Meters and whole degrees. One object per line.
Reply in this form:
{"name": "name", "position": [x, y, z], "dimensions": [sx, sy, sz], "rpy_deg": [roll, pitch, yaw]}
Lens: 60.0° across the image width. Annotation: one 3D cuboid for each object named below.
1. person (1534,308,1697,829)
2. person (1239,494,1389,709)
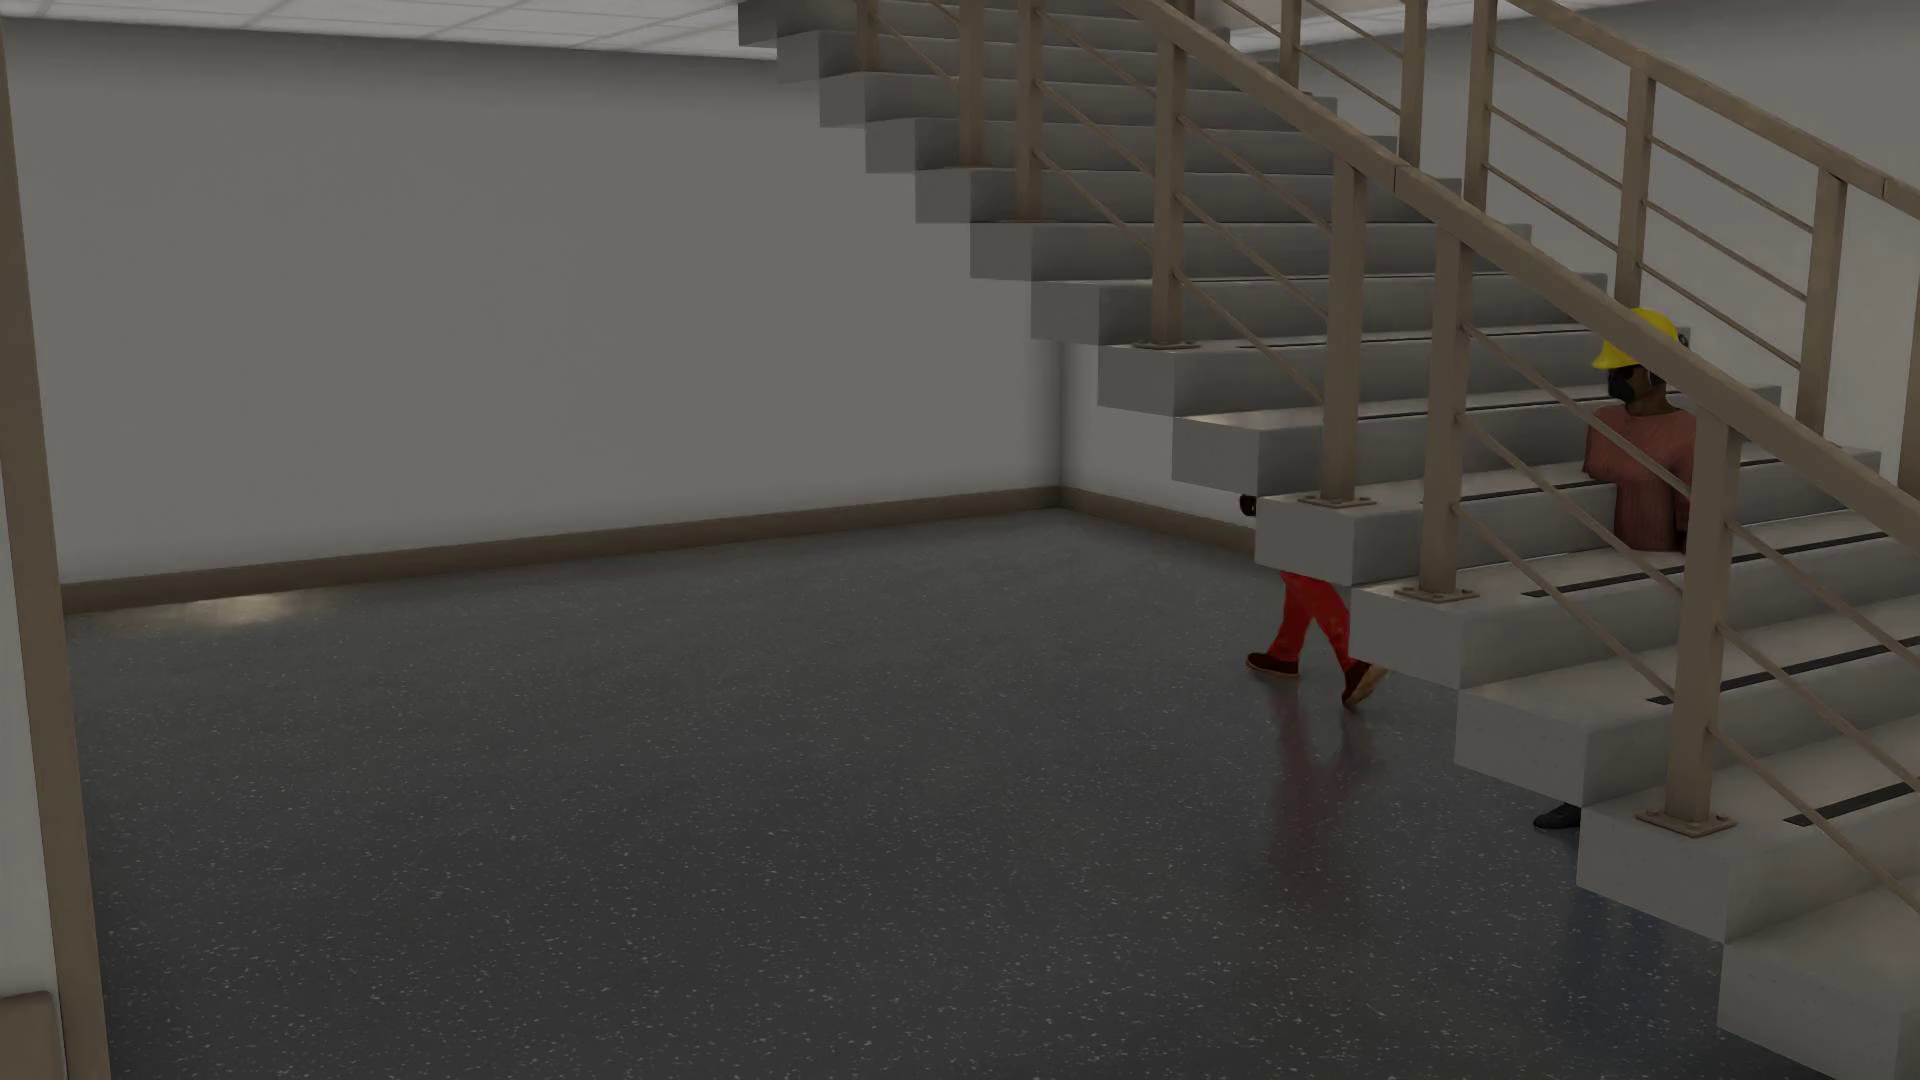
{"name": "person", "position": [2.139, 0.145, 5.330], "dimensions": [0.328, 1.761, 0.523], "rpy_deg": [-5, 12, -23]}
{"name": "person", "position": [1.542, -0.284, 7.052], "dimensions": [0.616, 1.969, 0.907], "rpy_deg": [-7, 13, -32]}
